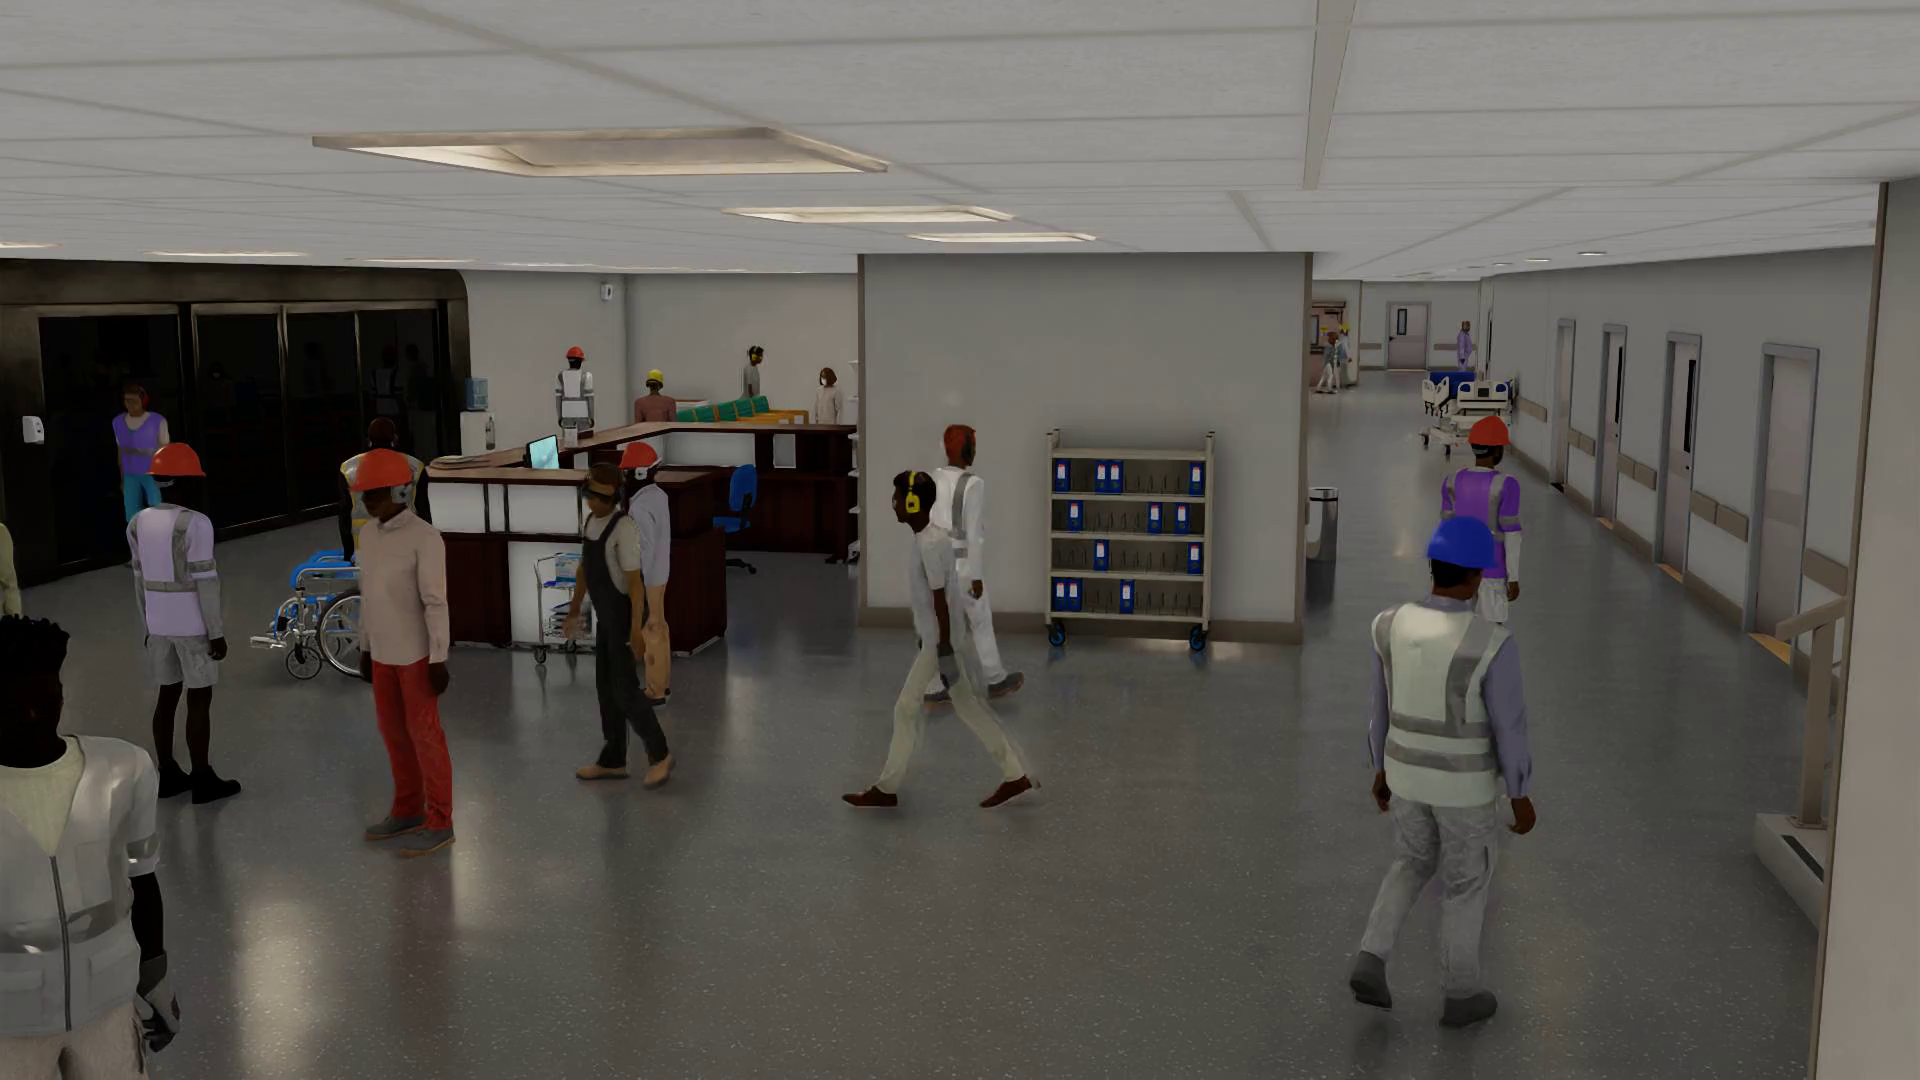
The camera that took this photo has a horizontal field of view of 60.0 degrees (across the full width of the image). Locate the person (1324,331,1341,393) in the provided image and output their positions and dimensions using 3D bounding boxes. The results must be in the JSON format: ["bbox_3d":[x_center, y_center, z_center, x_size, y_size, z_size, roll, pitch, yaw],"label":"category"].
[{"bbox_3d":[9.894,-4.716,44.139,0.319,1.634,0.525,-7,11,-39],"label":"person"}]

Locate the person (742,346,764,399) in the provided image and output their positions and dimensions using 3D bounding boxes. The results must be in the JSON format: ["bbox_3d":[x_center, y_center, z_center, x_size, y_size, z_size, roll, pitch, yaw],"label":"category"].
[{"bbox_3d":[-3.344,-2.202,26.764,0.434,1.838,0.518,2,9,14],"label":"person"}]

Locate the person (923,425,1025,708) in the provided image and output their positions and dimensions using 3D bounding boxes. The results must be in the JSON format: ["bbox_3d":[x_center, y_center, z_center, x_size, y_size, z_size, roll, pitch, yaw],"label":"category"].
[{"bbox_3d":[0.069,0.163,11.012,0.869,1.850,0.606,-8,12,-43],"label":"person"}]

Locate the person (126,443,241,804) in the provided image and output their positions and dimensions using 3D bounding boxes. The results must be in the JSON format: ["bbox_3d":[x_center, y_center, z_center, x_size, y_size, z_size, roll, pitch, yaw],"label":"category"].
[{"bbox_3d":[-4.156,0.445,8.915,0.545,1.931,0.377,4,9,23],"label":"person"}]

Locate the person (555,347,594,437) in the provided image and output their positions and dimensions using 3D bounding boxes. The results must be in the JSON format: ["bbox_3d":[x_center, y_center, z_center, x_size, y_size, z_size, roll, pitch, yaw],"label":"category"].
[{"bbox_3d":[-5.477,-1.787,23.726,0.548,1.925,0.388,0,9,3],"label":"person"}]

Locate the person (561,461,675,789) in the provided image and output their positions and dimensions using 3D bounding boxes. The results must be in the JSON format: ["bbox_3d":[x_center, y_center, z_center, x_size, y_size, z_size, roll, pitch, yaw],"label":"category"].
[{"bbox_3d":[-1.883,0.456,9.202,0.468,1.827,0.693,-5,10,-30],"label":"person"}]

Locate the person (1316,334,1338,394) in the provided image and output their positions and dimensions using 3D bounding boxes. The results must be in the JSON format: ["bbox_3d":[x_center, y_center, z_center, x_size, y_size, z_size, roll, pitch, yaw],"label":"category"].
[{"bbox_3d":[9.589,-4.599,43.542,0.602,1.581,0.505,5,10,28],"label":"person"}]

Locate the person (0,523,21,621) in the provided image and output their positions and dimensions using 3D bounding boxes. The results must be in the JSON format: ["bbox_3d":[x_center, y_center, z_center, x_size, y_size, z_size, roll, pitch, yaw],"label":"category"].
[{"bbox_3d":[-5.383,0.503,8.900,0.624,1.816,0.502,-4,9,-24],"label":"person"}]

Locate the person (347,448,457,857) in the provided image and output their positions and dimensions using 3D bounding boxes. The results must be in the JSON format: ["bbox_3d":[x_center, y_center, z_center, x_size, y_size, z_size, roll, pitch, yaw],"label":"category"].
[{"bbox_3d":[-2.738,0.541,8.090,0.625,1.985,0.414,7,11,37],"label":"person"}]

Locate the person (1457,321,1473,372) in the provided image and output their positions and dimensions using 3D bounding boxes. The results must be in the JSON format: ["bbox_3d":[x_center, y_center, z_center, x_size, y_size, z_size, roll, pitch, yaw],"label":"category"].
[{"bbox_3d":[13.475,-4.896,44.414,0.403,1.906,0.651,3,9,22],"label":"person"}]

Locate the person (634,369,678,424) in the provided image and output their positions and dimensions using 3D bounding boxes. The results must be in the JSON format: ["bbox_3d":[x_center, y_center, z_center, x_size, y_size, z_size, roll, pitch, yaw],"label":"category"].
[{"bbox_3d":[-3.712,-1.201,20.362,0.523,1.769,0.319,-1,9,-4],"label":"person"}]

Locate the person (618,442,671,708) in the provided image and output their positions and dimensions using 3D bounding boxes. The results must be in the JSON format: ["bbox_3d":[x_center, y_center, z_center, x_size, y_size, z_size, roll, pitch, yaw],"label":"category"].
[{"bbox_3d":[-2.075,0.226,10.929,0.335,1.748,0.572,0,9,0],"label":"person"}]

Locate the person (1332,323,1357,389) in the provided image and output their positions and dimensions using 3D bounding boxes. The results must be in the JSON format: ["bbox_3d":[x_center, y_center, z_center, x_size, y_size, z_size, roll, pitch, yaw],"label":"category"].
[{"bbox_3d":[10.662,-5.068,45.920,0.861,1.791,0.593,-1,9,-7],"label":"person"}]

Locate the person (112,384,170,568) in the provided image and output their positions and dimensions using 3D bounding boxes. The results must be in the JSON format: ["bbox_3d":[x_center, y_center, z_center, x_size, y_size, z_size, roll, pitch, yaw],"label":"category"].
[{"bbox_3d":[-8.078,-0.656,16.583,0.578,1.820,0.734,1,9,5],"label":"person"}]

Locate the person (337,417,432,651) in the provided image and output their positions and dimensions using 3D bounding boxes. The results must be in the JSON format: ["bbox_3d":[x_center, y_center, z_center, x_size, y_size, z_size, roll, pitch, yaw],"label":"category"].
[{"bbox_3d":[-4.112,0.038,11.932,0.628,1.835,0.429,-3,9,-19],"label":"person"}]

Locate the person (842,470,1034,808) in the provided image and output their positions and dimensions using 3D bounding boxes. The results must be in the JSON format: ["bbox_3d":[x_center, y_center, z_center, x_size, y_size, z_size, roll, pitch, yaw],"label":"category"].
[{"bbox_3d":[-0.081,0.534,8.746,1.004,1.810,0.543,1,9,5],"label":"person"}]

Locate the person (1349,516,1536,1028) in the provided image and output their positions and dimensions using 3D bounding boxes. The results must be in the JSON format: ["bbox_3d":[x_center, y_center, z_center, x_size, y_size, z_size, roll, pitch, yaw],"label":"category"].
[{"bbox_3d":[1.769,0.867,6.095,0.584,1.927,0.621,-6,10,-35],"label":"person"}]

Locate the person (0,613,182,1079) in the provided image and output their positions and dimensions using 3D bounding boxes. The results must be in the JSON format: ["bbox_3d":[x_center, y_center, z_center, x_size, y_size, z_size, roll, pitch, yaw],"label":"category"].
[{"bbox_3d":[-2.274,1.142,4.148,0.613,1.963,0.362,-8,12,-44],"label":"person"}]

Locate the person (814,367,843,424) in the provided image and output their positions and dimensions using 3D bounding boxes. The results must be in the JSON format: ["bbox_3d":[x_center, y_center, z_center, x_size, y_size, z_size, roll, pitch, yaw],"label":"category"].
[{"bbox_3d":[-1.889,-1.651,23.788,0.498,1.632,0.289,6,11,36],"label":"person"}]

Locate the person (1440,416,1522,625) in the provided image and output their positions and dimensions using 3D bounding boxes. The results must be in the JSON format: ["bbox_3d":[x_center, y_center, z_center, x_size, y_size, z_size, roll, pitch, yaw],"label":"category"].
[{"bbox_3d":[3.334,0.179,10.627,0.370,1.939,0.543,-7,11,-40],"label":"person"}]
